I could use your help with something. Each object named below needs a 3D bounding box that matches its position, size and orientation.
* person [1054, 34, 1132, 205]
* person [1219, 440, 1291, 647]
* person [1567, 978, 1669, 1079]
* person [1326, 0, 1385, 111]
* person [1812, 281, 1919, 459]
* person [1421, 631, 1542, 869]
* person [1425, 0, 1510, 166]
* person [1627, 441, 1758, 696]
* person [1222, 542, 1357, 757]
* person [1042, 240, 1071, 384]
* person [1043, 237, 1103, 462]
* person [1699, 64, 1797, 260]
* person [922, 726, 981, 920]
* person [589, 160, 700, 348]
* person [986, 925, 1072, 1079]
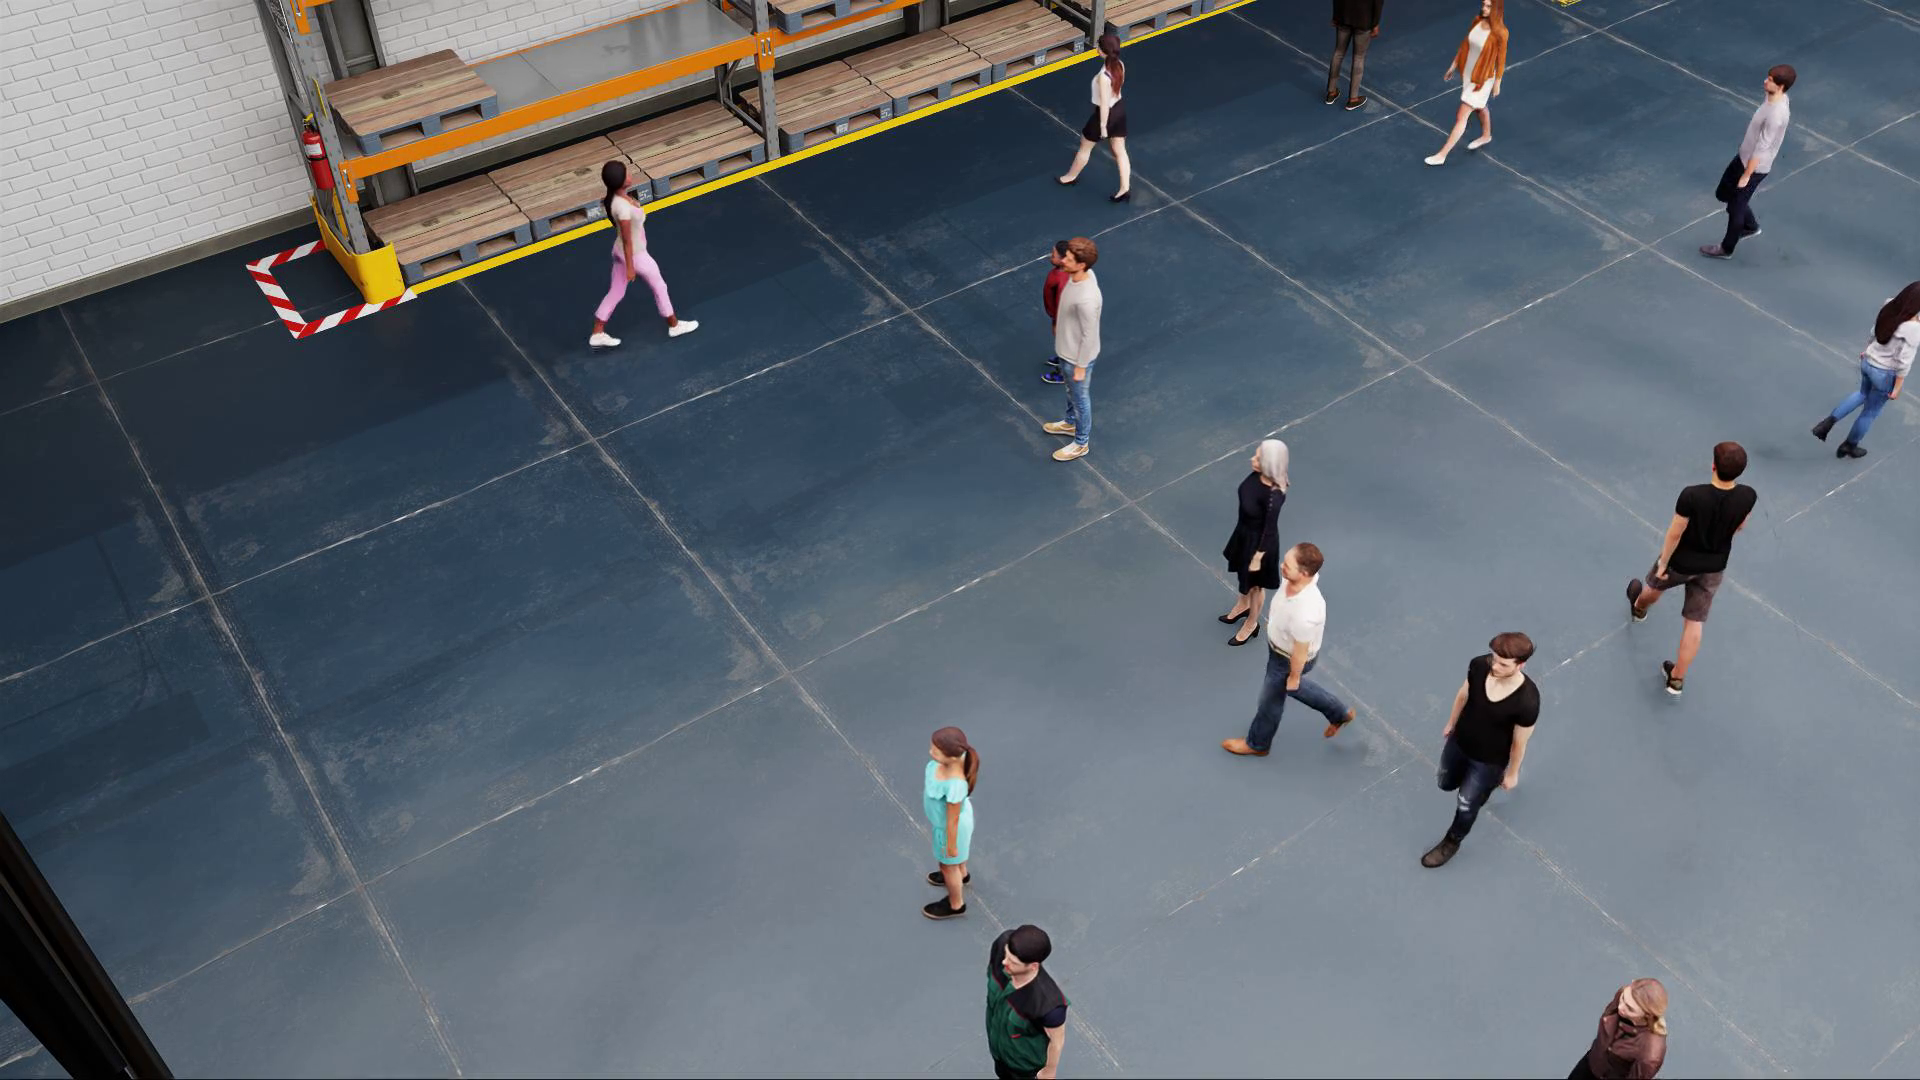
[{"bbox_3d":[1.414,-3.764,15.021,0.910,1.616,1.017,22,48,22],"label":"person"},{"bbox_3d":[1.945,0.012,10.962,0.717,1.747,0.694,-3,44,-4],"label":"person"},{"bbox_3d":[3.321,2.662,8.234,1.169,1.673,0.971,-4,44,-4],"label":"person"},{"bbox_3d":[3.873,-5.102,16.293,0.721,1.799,0.671,29,51,27],"label":"person"},{"bbox_3d":[6.779,-1.253,12.383,0.840,1.619,0.779,-6,44,-6],"label":"person"},{"bbox_3d":[3.091,1.157,9.665,0.928,1.879,0.689,-25,49,-24],"label":"person"},{"bbox_3d":[4.917,-4.349,15.593,1.164,1.674,0.768,-16,46,-17],"label":"person"},{"bbox_3d":[4.760,0.204,10.715,1.227,1.810,1.255,5,44,5],"label":"person"},{"bbox_3d":[2.121,0.701,10.173,1.166,1.838,1.051,2,44,2],"label":"person"},{"bbox_3d":[0.821,-1.834,13.258,0.634,1.252,0.575,6,44,7],"label":"person"},{"bbox_3d":[0.879,-1.430,12.362,0.754,1.904,0.753,-5,44,-5],"label":"person"},{"bbox_3d":[6.904,-3.220,14.292,0.897,1.834,0.834,11,45,11],"label":"person"},{"bbox_3d":[-0.043,1.585,9.449,0.702,1.558,0.656,2,44,2],"label":"person"},{"bbox_3d":[-2.737,-2.245,13.367,1.190,1.697,0.724,-18,46,-18],"label":"person"},{"bbox_3d":[0.318,2.476,8.265,0.569,1.900,0.672,-23,48,-23],"label":"person"}]
